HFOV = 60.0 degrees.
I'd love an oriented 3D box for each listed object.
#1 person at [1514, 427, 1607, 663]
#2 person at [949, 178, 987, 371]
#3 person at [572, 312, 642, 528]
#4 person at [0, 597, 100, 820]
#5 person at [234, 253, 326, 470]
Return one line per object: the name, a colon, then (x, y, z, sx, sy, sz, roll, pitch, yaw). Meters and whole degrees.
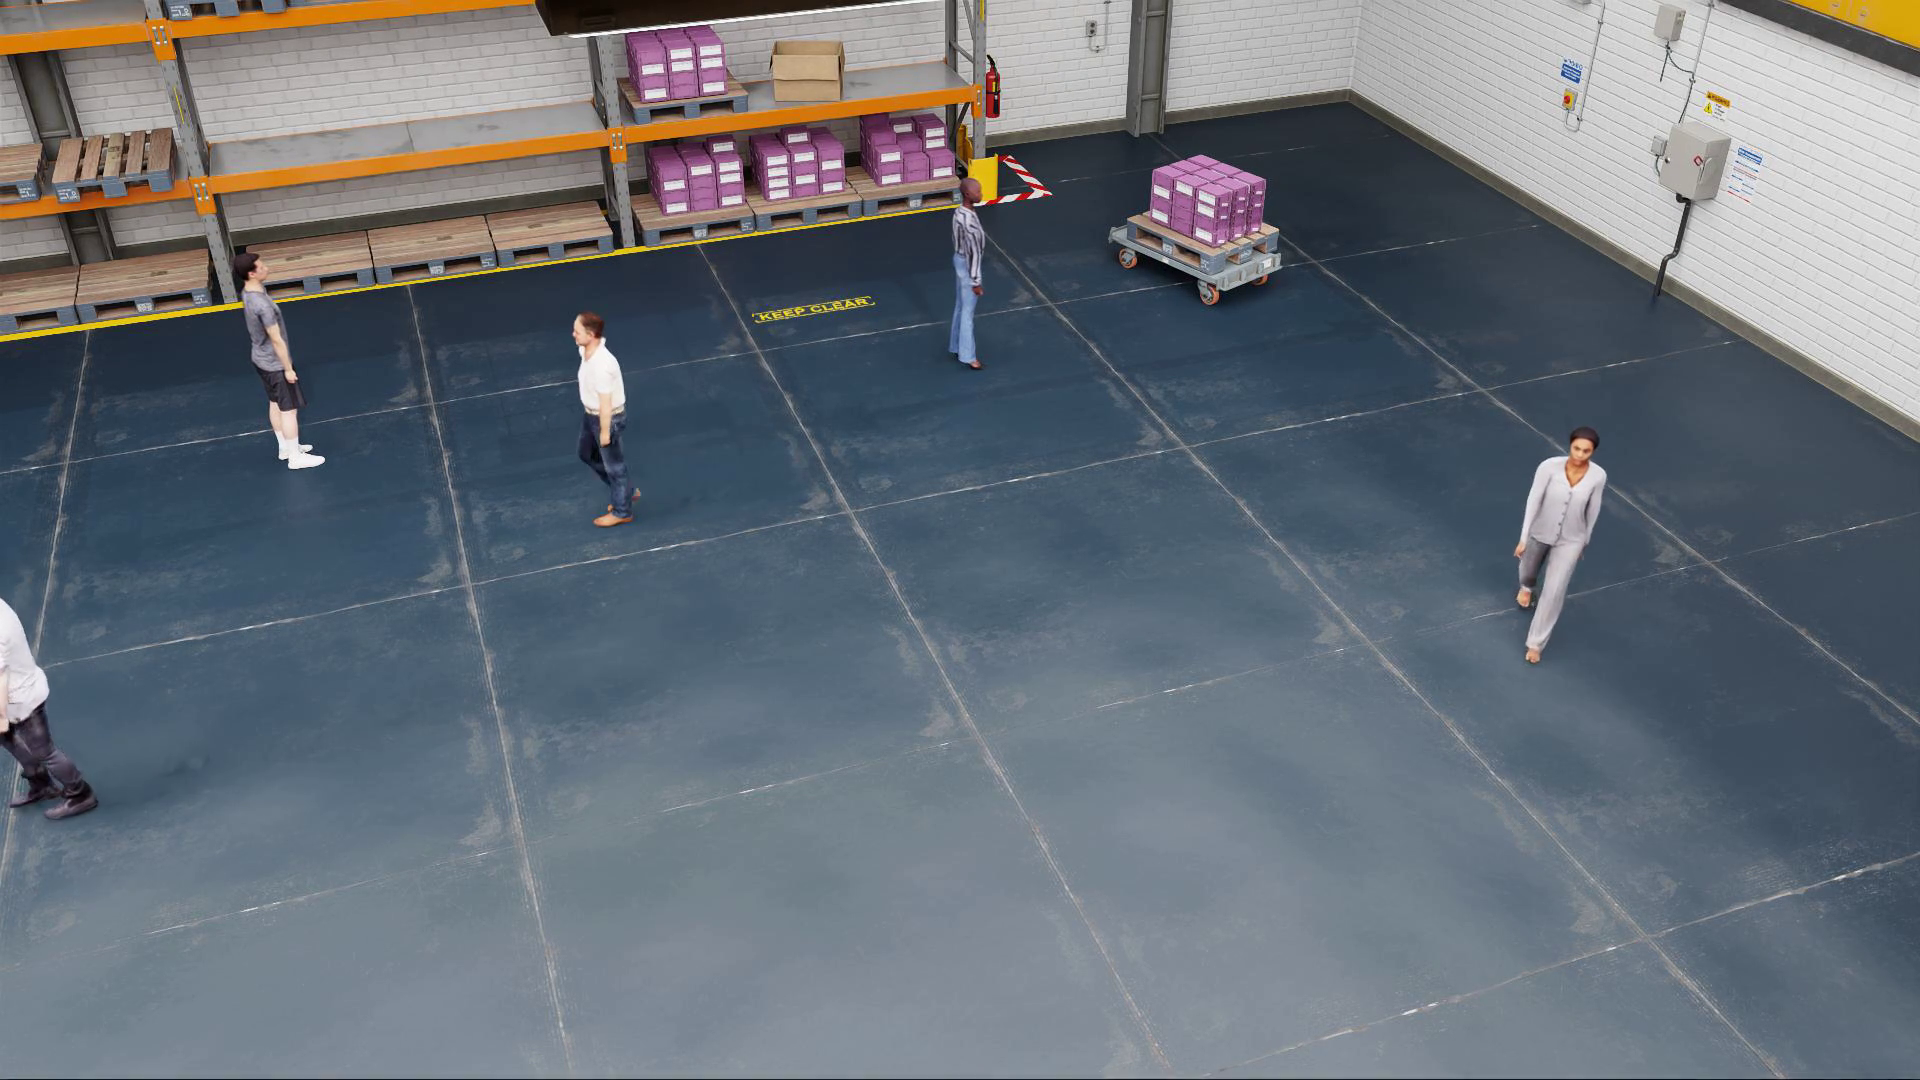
person: (4.149, -0.069, 11.625, 1.147, 1.705, 1.154, 12, 35, 17)
person: (0.061, -2.419, 15.081, 0.569, 1.794, 0.643, -7, 34, -10)
person: (-2.640, -0.945, 12.813, 0.679, 1.849, 0.692, -13, 36, -19)
person: (-5.581, 0.923, 10.032, 0.757, 1.816, 0.726, -16, 37, -22)
person: (-5.620, -1.470, 13.582, 0.655, 1.873, 0.719, -24, 40, -31)
